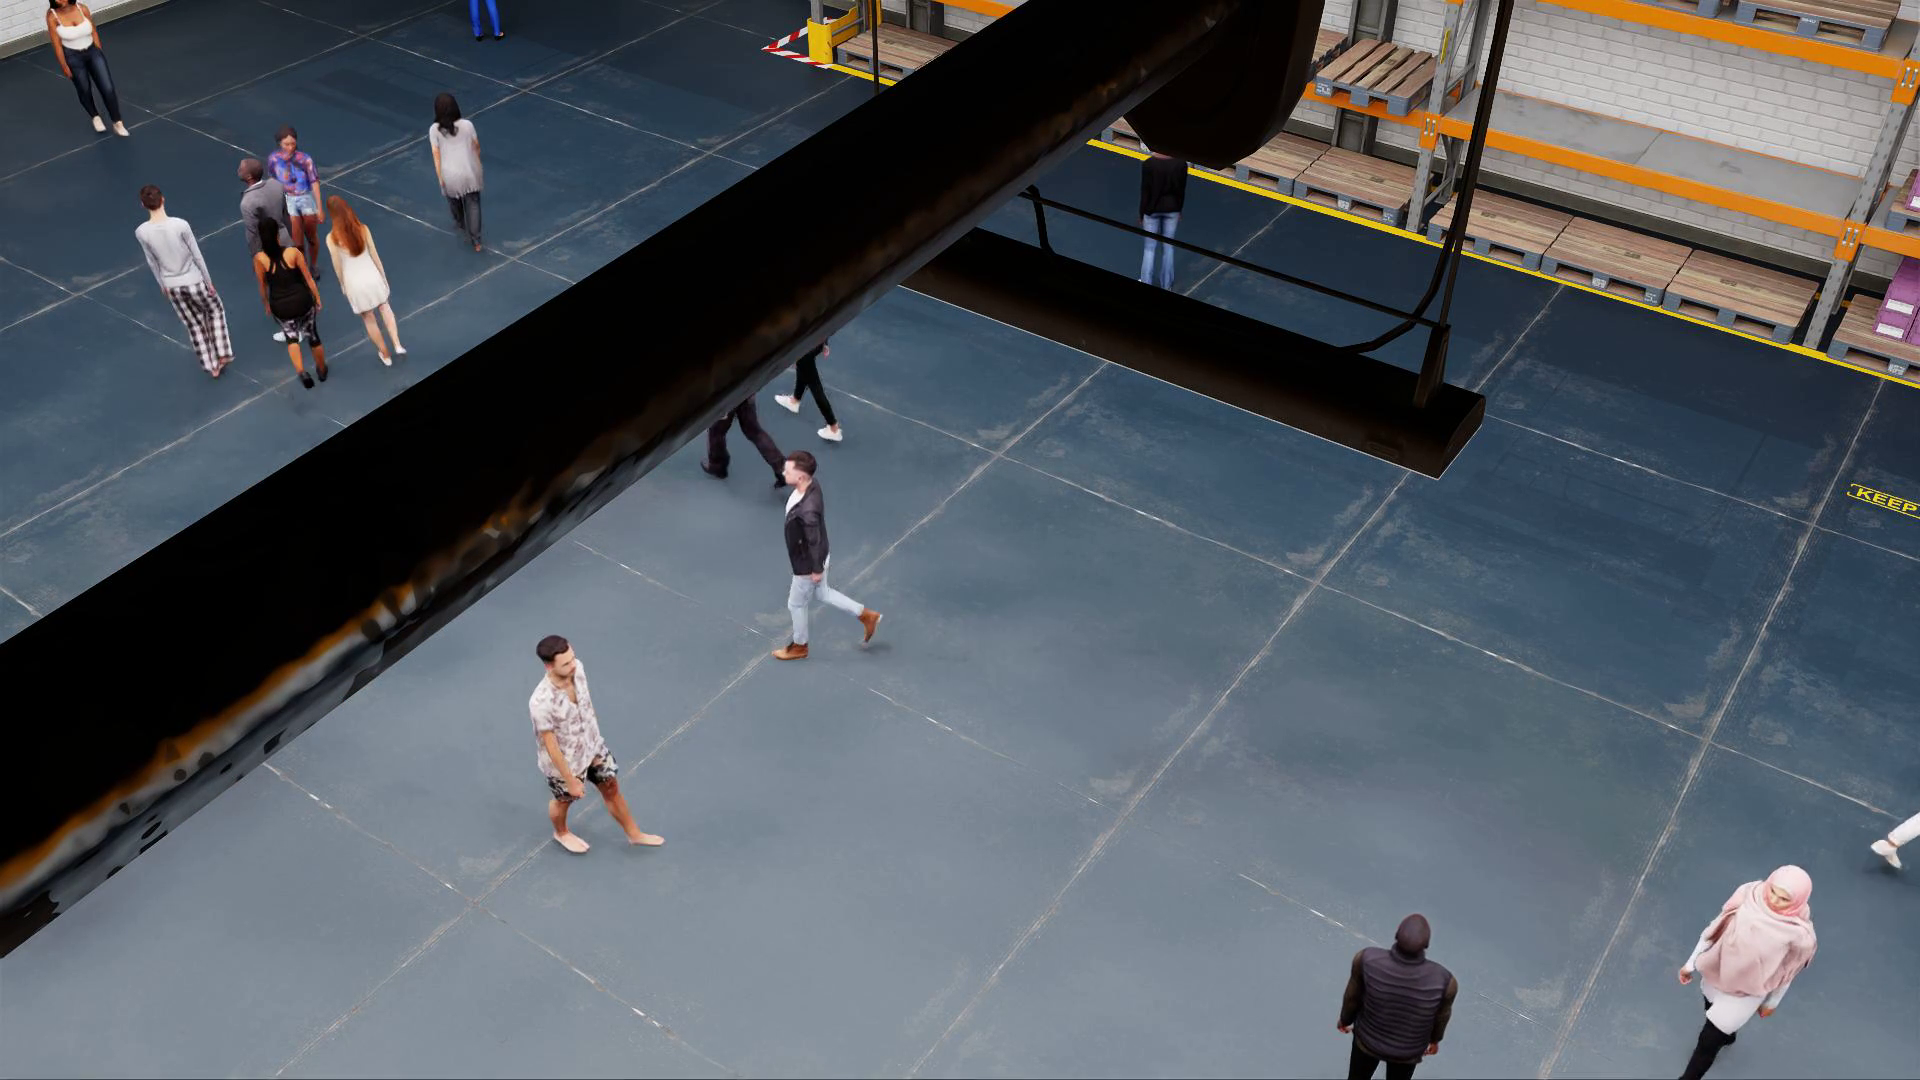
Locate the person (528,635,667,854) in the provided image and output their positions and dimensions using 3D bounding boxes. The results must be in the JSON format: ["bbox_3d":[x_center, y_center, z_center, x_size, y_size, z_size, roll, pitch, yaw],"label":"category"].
[{"bbox_3d":[-2.498,1.295,10.379,1.016,1.788,0.757,17,42,20],"label":"person"}]

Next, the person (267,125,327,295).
[{"bbox_3d":[-6.427,-3.244,16.133,0.827,1.700,0.901,-6,39,-7],"label":"person"}]

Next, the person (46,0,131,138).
[{"bbox_3d":[-9.977,-5.476,18.859,0.827,1.784,1.007,-25,45,-28],"label":"person"}]

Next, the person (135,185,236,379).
[{"bbox_3d":[-6.896,-2.228,14.759,0.830,1.828,0.888,-6,39,-7],"label":"person"}]

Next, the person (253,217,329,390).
[{"bbox_3d":[-5.914,-2.054,14.673,0.894,1.662,0.969,-7,39,-9],"label":"person"}]

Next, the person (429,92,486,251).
[{"bbox_3d":[-5.041,-3.677,16.783,0.967,1.566,1.102,-13,40,-16],"label":"person"}]

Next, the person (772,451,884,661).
[{"bbox_3d":[-0.979,0.133,11.815,1.164,1.812,1.057,-2,39,-3],"label":"person"}]

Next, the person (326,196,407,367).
[{"bbox_3d":[-5.339,-2.268,14.914,0.708,1.695,0.766,-19,43,-23],"label":"person"}]

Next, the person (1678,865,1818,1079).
[{"bbox_3d":[4.255,2.357,9.063,0.978,1.770,1.088,-20,43,-24],"label":"person"}]

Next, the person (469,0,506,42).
[{"bbox_3d":[-6.107,-7.169,21.047,0.681,1.701,0.768,-1,39,-1],"label":"person"}]

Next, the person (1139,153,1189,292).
[{"bbox_3d":[1.938,-3.159,15.986,0.657,1.750,0.739,-2,39,-2],"label":"person"}]

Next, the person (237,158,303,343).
[{"bbox_3d":[-6.313,-2.675,15.324,0.695,1.821,0.771,13,40,16],"label":"person"}]

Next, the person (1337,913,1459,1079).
[{"bbox_3d":[2.247,2.594,8.714,0.628,1.835,0.816,11,40,14],"label":"person"}]
